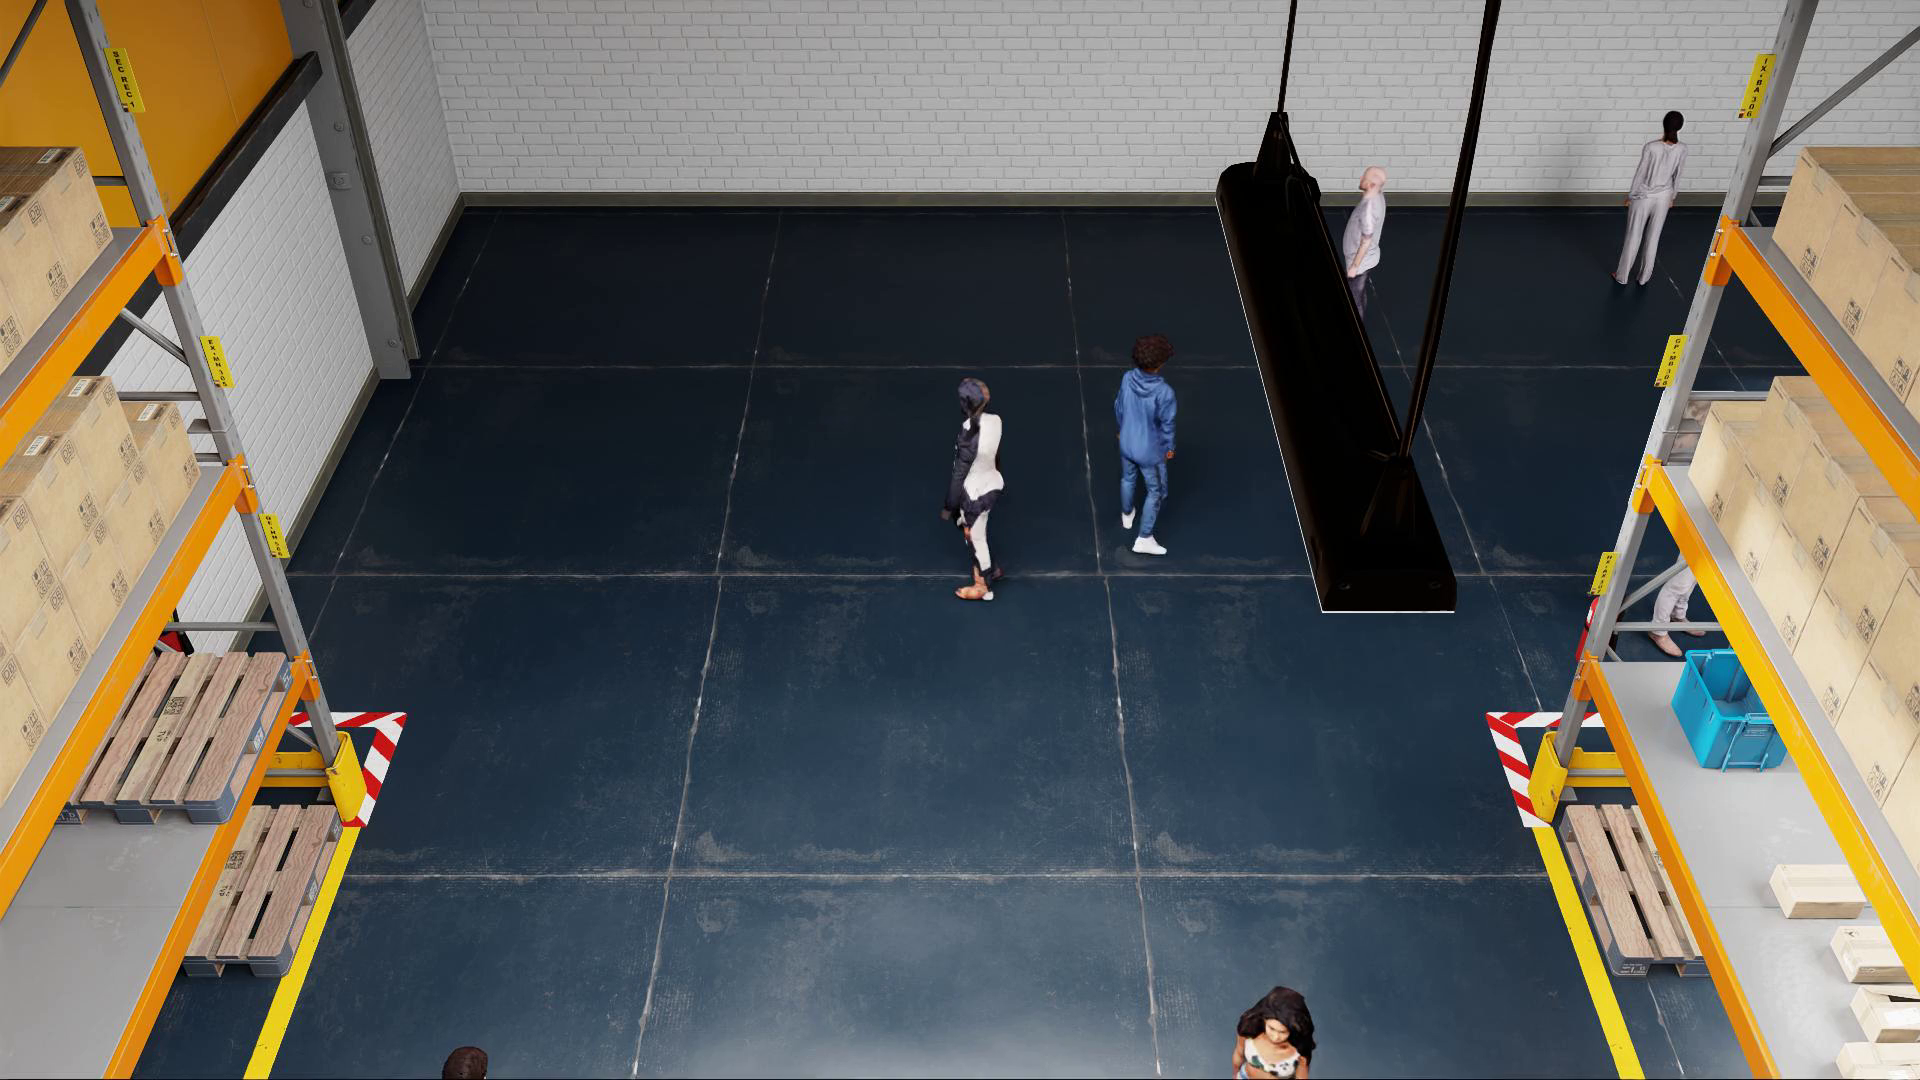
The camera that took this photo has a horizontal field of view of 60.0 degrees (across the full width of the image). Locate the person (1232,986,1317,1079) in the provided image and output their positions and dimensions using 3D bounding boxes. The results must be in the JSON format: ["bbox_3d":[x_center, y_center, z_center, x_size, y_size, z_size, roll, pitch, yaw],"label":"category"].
[{"bbox_3d":[1.616,2.781,8.572,0.838,1.586,1.107,14,41,17],"label":"person"}]

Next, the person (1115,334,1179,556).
[{"bbox_3d":[1.407,-0.776,12.854,0.940,1.801,1.015,21,43,24],"label":"person"}]

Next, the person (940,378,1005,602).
[{"bbox_3d":[0.212,-0.316,12.218,0.855,1.874,0.713,11,40,13],"label":"person"}]

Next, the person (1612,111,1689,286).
[{"bbox_3d":[6.663,-3.286,16.019,0.611,1.773,0.548,3,39,4],"label":"person"}]

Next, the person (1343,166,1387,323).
[{"bbox_3d":[3.628,-2.531,15.026,0.795,1.832,0.648,13,40,15],"label":"person"}]
